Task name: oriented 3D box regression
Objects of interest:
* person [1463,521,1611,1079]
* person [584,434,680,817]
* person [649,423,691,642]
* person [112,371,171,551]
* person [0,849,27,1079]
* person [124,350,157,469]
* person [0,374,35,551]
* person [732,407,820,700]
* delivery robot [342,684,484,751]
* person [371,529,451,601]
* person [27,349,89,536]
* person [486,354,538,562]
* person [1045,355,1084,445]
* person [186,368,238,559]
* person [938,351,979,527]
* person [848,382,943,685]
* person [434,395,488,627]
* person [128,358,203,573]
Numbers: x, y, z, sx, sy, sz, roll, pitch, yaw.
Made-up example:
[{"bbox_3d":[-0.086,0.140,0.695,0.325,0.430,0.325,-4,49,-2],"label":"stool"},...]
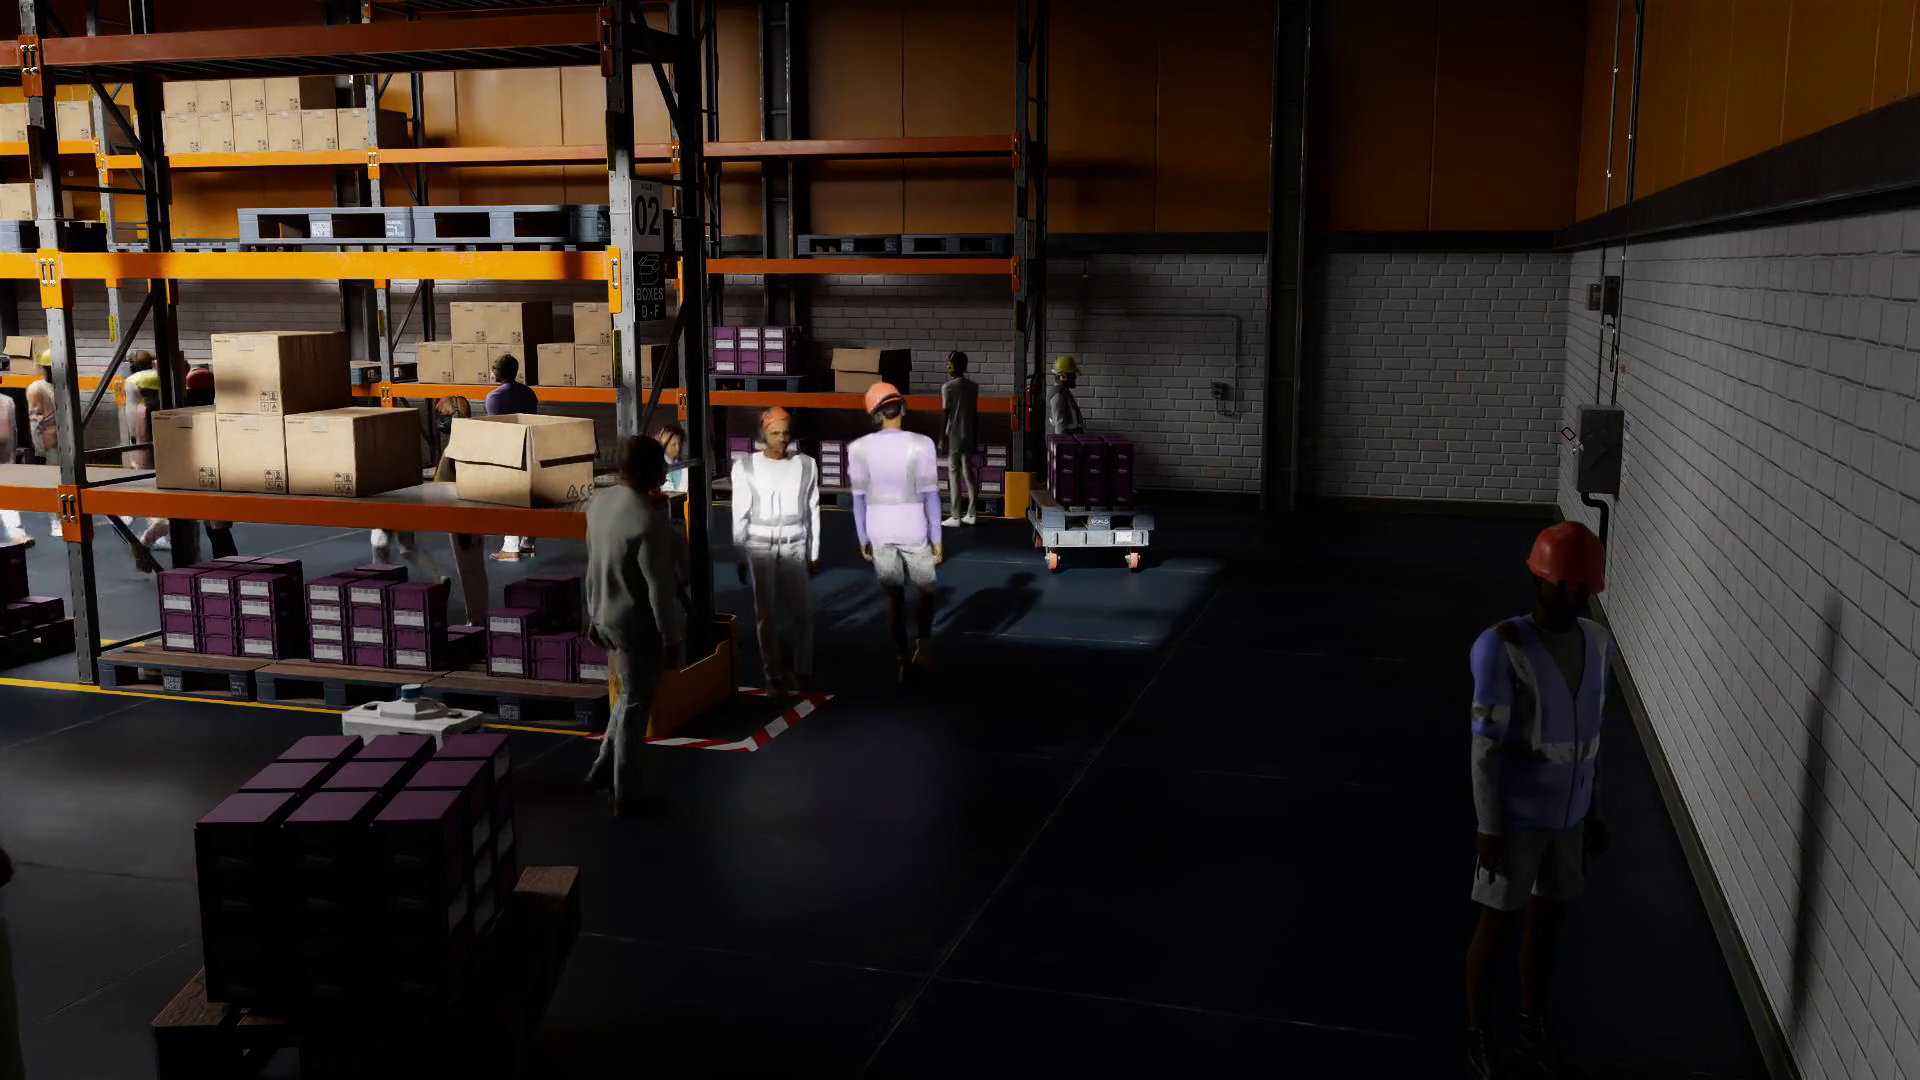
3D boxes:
[{"bbox_3d":[1.927,0.888,5.485,0.542,1.931,0.375,-4,10,-23],"label":"person"},{"bbox_3d":[-1.614,0.429,8.303,0.440,1.920,0.663,-8,12,-39],"label":"person"},{"bbox_3d":[-2.160,-0.070,12.262,0.520,1.617,0.482,-7,12,-37],"label":"person"},{"bbox_3d":[-7.868,-0.751,16.034,0.545,1.747,0.552,-5,11,-29],"label":"person"},{"bbox_3d":[-2.144,1.345,3.603,0.264,1.632,0.508,-4,10,-25],"label":"person"},{"bbox_3d":[-9.125,-1.238,18.788,0.458,1.818,0.647,6,11,34],"label":"person"},{"bbox_3d":[-9.342,-0.761,16.005,1.015,1.779,0.652,7,11,35],"label":"person"},{"bbox_3d":[-1.137,0.101,10.477,0.578,1.868,0.531,-3,10,-16],"label":"person"},{"bbox_3d":[-2.860,0.999,8.708,0.707,0.478,0.477,3,10,18],"label":"delivery robot"},{"bbox_3d":[-4.447,-0.224,13.210,0.686,1.617,0.522,3,10,17],"label":"person"},{"bbox_3d":[-9.161,-0.994,17.033,0.534,1.913,0.664,1,9,6],"label":"person"},{"bbox_3d":[-4.198,-0.768,15.556,0.368,1.940,0.632,4,10,23],"label":"person"},{"bbox_3d":[1.083,-0.990,17.222,0.404,1.836,0.590,1,9,5],"label":"person"},{"bbox_3d":[-6.063,-0.422,13.449,0.360,1.939,0.543,-7,12,-38],"label":"person"},{"bbox_3d":[-0.005,-1.072,17.664,0.324,1.862,0.500,9,13,44],"label":"person"},{"bbox_3d":[-0.413,-0.041,10.969,0.649,1.992,0.445,2,10,12],"label":"person"},{"bbox_3d":[-3.568,-0.123,11.953,0.428,1.836,0.626,-2,10,-13],"label":"person"},{"bbox_3d":[-6.910,-0.625,14.547,0.663,1.978,0.636,1,9,9],"label":"person"}]
